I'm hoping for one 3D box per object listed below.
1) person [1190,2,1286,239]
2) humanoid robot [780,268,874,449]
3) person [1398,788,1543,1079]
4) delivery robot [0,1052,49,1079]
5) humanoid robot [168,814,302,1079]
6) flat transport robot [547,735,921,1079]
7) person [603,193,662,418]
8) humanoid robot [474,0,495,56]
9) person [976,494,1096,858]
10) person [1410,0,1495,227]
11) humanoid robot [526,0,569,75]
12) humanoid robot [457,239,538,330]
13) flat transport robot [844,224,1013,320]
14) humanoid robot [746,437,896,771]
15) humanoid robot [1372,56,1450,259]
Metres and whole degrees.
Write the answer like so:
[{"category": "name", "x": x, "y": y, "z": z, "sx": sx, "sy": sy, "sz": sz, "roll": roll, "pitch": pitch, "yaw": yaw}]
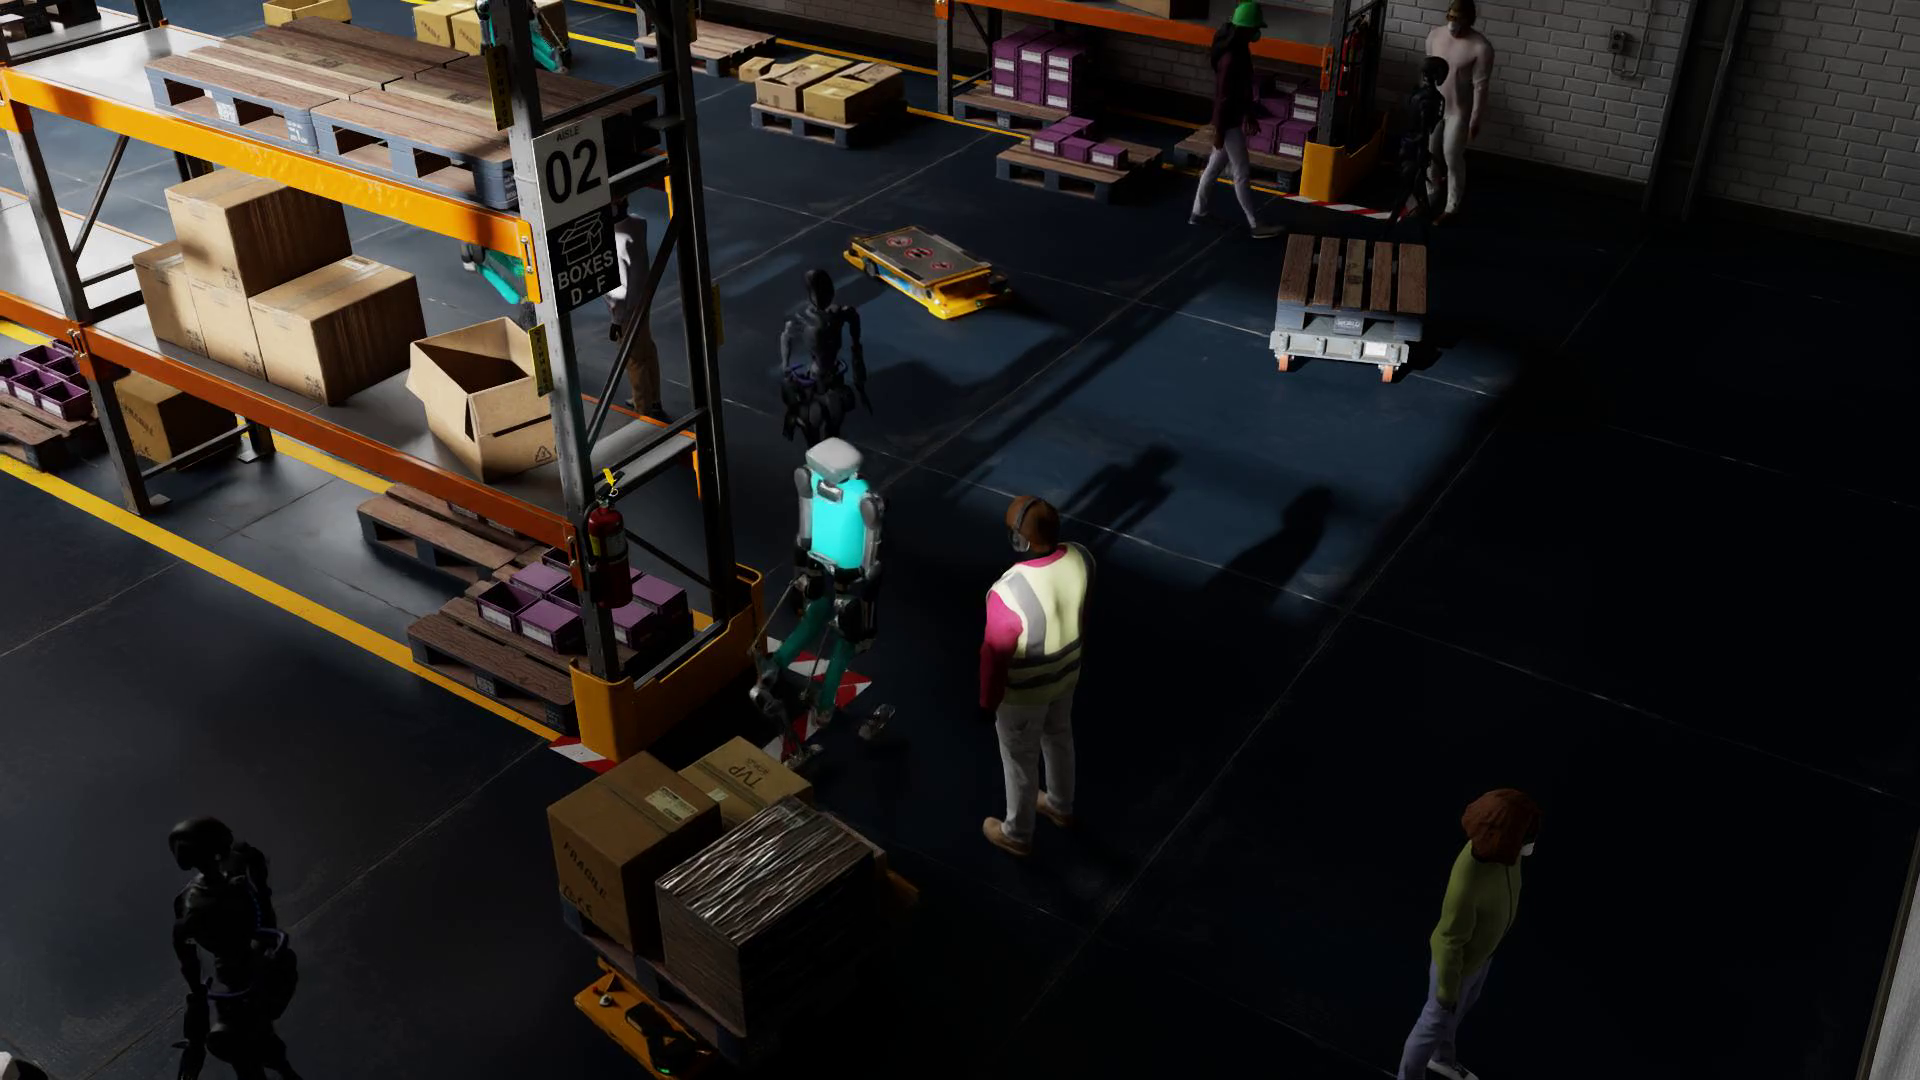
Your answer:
[{"category": "person", "x": 2.348, "y": -3.428, "z": 13.638, "sx": 0.877, "sy": 1.908, "sz": 0.506, "roll": 11, "pitch": 35, "yaw": 17}, {"category": "humanoid robot", "x": -0.770, "y": -0.839, "z": 9.887, "sx": 0.583, "sy": 1.641, "sz": 0.651, "roll": -20, "pitch": 38, "yaw": -28}, {"category": "person", "x": 1.911, "y": 1.555, "z": 6.239, "sx": 0.282, "sy": 1.624, "sz": 0.491, "roll": 23, "pitch": 40, "yaw": 31}, {"category": "delivery robot", "x": -3.914, "y": 2.166, "z": 6.283, "sx": 0.767, "sy": 0.596, "sz": 0.502, "roll": -2, "pitch": 33, "yaw": -2}, {"category": "humanoid robot", "x": -2.641, "y": 1.652, "z": 6.040, "sx": 0.401, "sy": 1.656, "sz": 0.599, "roll": 4, "pitch": 33, "yaw": 7}, {"category": "flat transport robot", "x": -0.894, "y": 1.736, "z": 7.205, "sx": 0.659, "sy": 0.231, "sz": 1.431, "roll": 27, "pitch": 42, "yaw": 35}, {"category": "person", "x": -2.194, "y": -1.552, "z": 10.904, "sx": 0.334, "sy": 1.742, "sz": 0.560, "roll": 4, "pitch": 33, "yaw": 6}, {"category": "humanoid robot", "x": -4.270, "y": -4.224, "z": 15.118, "sx": 0.728, "sy": 1.894, "sz": 0.543, "roll": 16, "pitch": 36, "yaw": 23}, {"category": "person", "x": 0.326, "y": 0.613, "z": 7.503, "sx": 0.433, "sy": 1.834, "sz": 0.629, "roll": 27, "pitch": 42, "yaw": 35}, {"category": "person", "x": 4.073, "y": -3.550, "z": 13.834, "sx": 0.410, "sy": 1.923, "sz": 0.638, "roll": -24, "pitch": 40, "yaw": -32}, {"category": "humanoid robot", "x": -4.090, "y": -4.916, "z": 16.090, "sx": 0.712, "sy": 1.776, "sz": 0.586, "roll": 12, "pitch": 35, "yaw": 17}, {"category": "humanoid robot", "x": -3.188, "y": -2.027, "z": 11.739, "sx": 0.780, "sy": 1.892, "sz": 0.545, "roll": 6, "pitch": 34, "yaw": 9}, {"category": "flat transport robot", "x": -0.269, "y": -2.145, "z": 13.169, "sx": 0.659, "sy": 0.231, "sz": 1.431, "roll": -21, "pitch": 39, "yaw": -29}, {"category": "humanoid robot", "x": -0.698, "y": 0.400, "z": 7.919, "sx": 0.542, "sy": 1.758, "sz": 0.947, "roll": 25, "pitch": 40, "yaw": 33}, {"category": "humanoid robot", "x": 3.715, "y": -3.055, "z": 13.293, "sx": 0.660, "sy": 1.638, "sz": 0.591, "roll": 8, "pitch": 34, "yaw": 12}]
